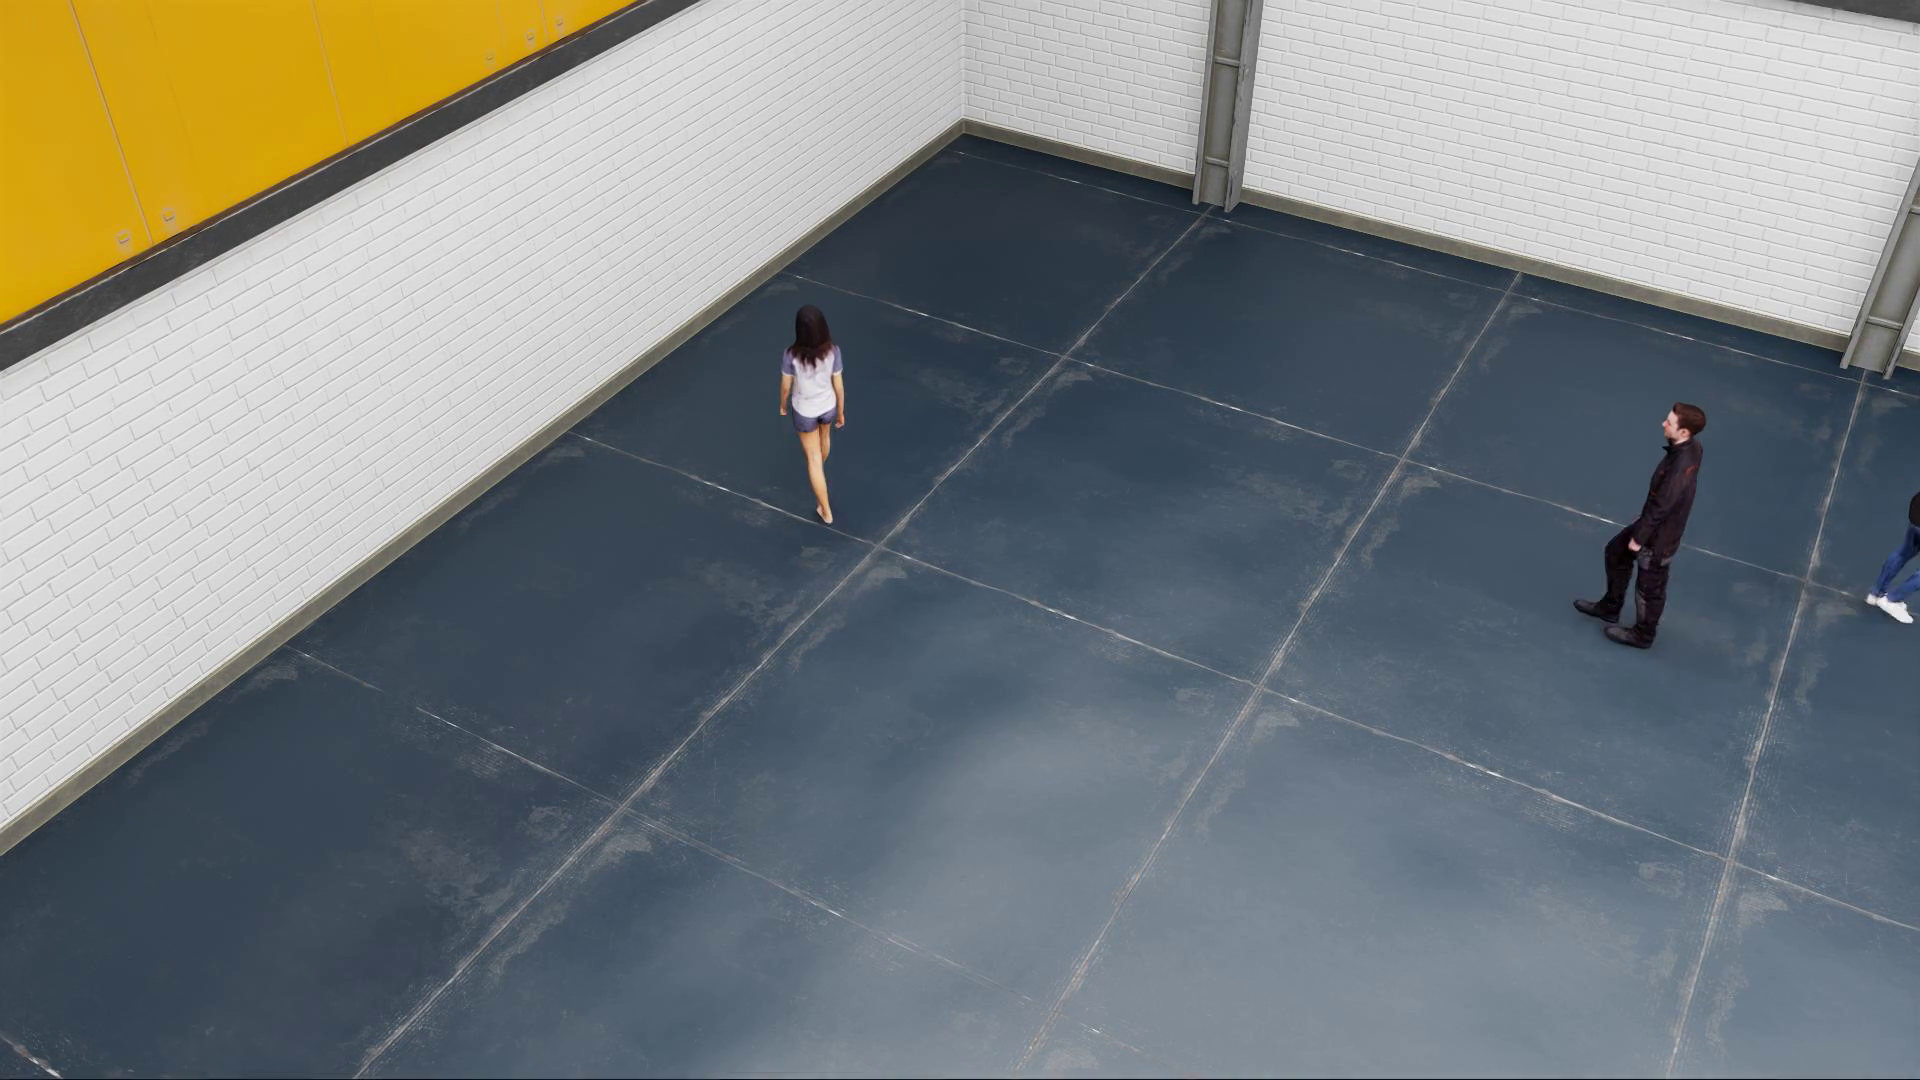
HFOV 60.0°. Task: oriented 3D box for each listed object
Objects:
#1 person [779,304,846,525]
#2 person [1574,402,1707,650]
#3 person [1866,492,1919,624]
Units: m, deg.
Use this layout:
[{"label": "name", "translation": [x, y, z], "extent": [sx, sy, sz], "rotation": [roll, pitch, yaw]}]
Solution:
[{"label": "person", "translation": [-1.034, -0.872, 12.060], "extent": [0.975, 1.699, 1.119], "rotation": [-16, 41, -19]}, {"label": "person", "translation": [4.641, -0.052, 10.876], "extent": [0.815, 1.895, 0.735], "rotation": [15, 41, 18]}, {"label": "person", "translation": [6.455, -0.181, 11.188], "extent": [0.612, 1.708, 0.597], "rotation": [16, 41, 19]}]
